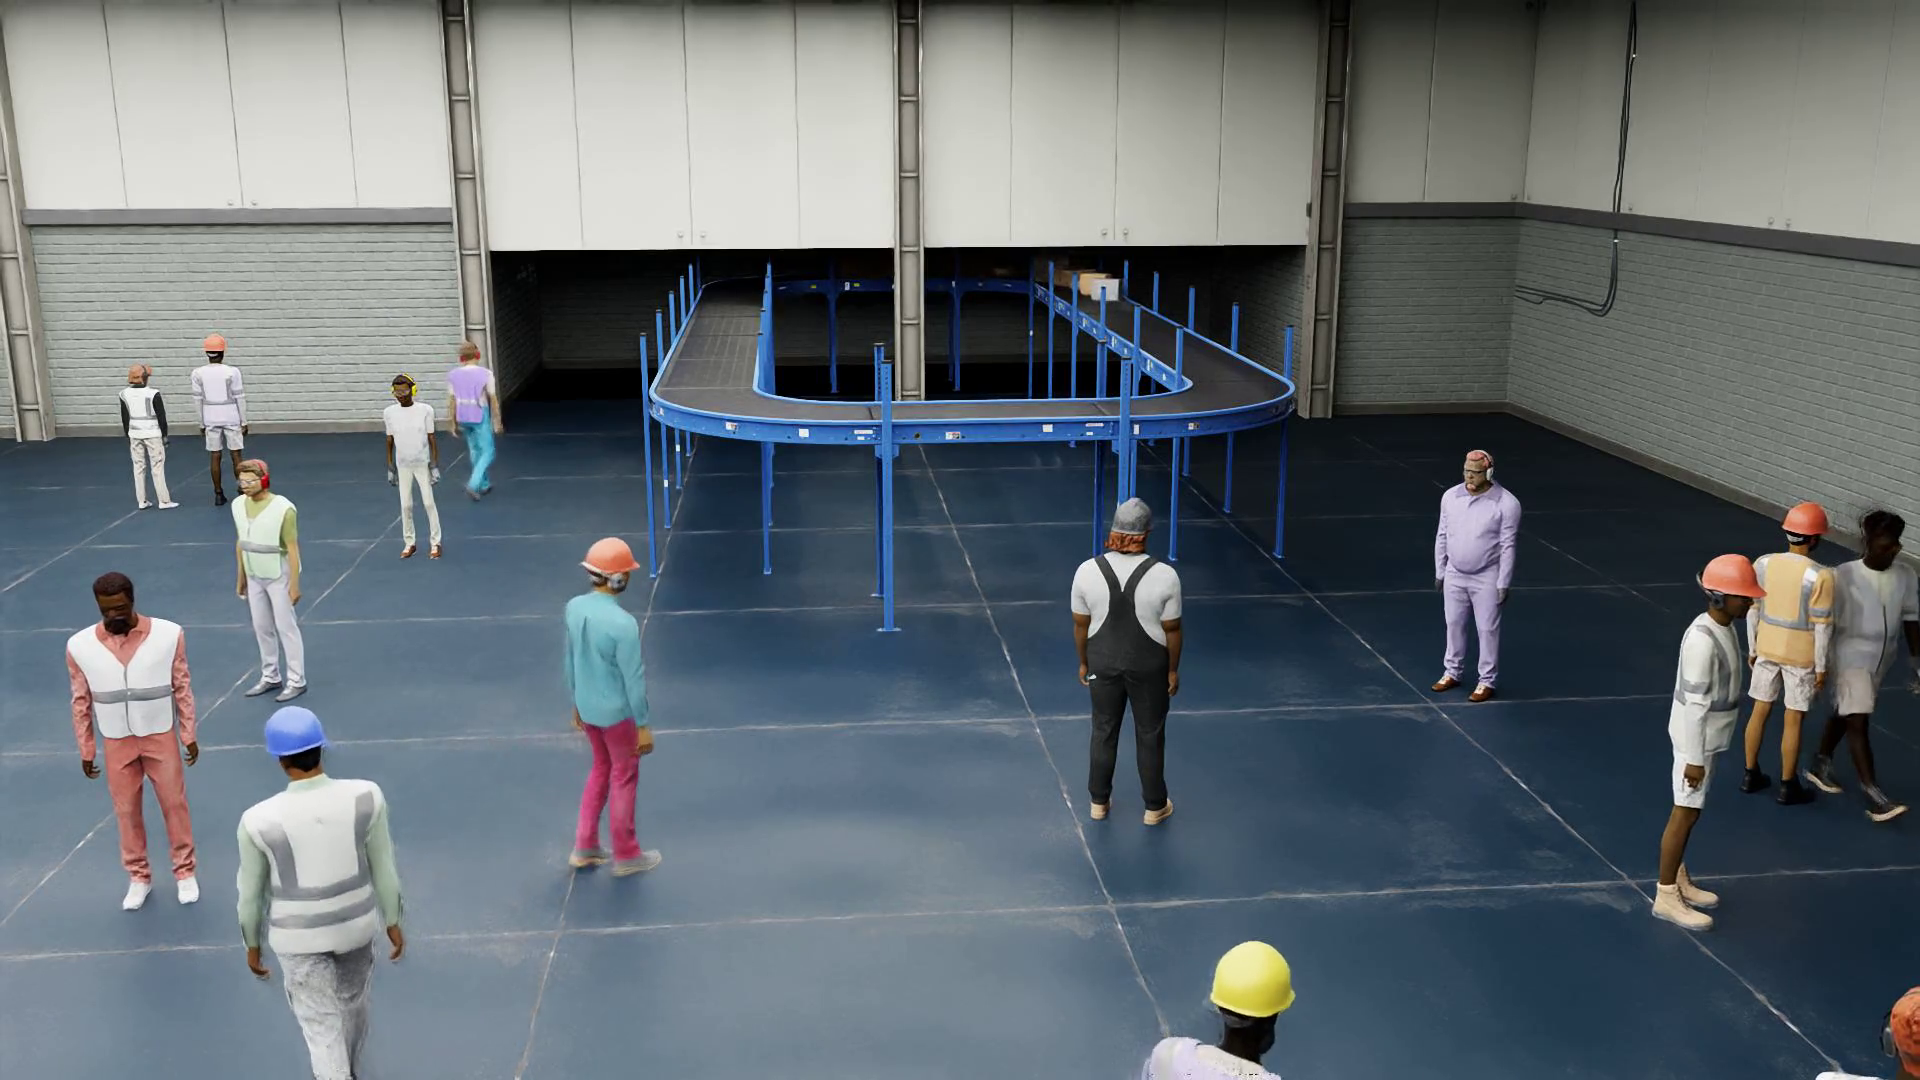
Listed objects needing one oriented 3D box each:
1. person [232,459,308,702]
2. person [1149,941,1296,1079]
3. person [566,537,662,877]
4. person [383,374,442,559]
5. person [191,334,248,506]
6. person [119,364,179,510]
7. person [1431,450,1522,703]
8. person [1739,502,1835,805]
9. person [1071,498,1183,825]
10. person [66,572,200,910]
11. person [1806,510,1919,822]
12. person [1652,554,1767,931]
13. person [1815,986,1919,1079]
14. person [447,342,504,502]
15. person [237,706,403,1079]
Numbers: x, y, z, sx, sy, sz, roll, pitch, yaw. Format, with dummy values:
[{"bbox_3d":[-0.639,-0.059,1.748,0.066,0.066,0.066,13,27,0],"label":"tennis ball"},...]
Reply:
[{"bbox_3d":[-5.142,0.285,12.427,0.573,1.838,0.387,6,15,23],"label":"person"},{"bbox_3d":[0.795,2.111,4.974,0.598,1.907,0.479,11,18,37],"label":"person"},{"bbox_3d":[-1.975,0.954,9.451,0.398,1.993,0.632,-13,19,-43],"label":"person"},{"bbox_3d":[-5.404,-0.725,16.446,0.520,1.856,0.340,-1,14,-3],"label":"person"},{"bbox_3d":[-8.317,-1.349,18.761,0.543,1.938,0.356,-2,14,-9],"label":"person"},{"bbox_3d":[-9.069,-1.143,18.543,0.514,1.640,0.310,2,14,7],"label":"person"},{"bbox_3d":[3.817,0.262,12.408,0.636,1.900,0.398,13,19,42],"label":"person"},{"bbox_3d":[5.241,0.712,10.515,0.360,1.939,0.543,-9,16,-31],"label":"person"},{"bbox_3d":[1.045,0.732,10.224,0.676,2.000,0.536,5,15,18],"label":"person"},{"bbox_3d":[-4.504,1.080,9.110,0.604,1.906,0.405,-5,15,-20],"label":"person"},{"bbox_3d":[5.683,0.768,10.330,0.613,1.907,1.024,-3,14,-11],"label":"person"},{"bbox_3d":[4.009,1.063,8.905,0.396,2.038,0.611,9,17,32],"label":"person"},{"bbox_3d":[2.693,2.173,4.810,0.360,1.878,0.579,-11,18,-38],"label":"person"},{"bbox_3d":[-5.534,-1.364,19.059,0.621,1.816,0.737,4,15,16],"label":"person"},{"bbox_3d":[-2.731,1.601,7.045,0.621,1.889,0.990,-10,17,-35],"label":"person"}]
